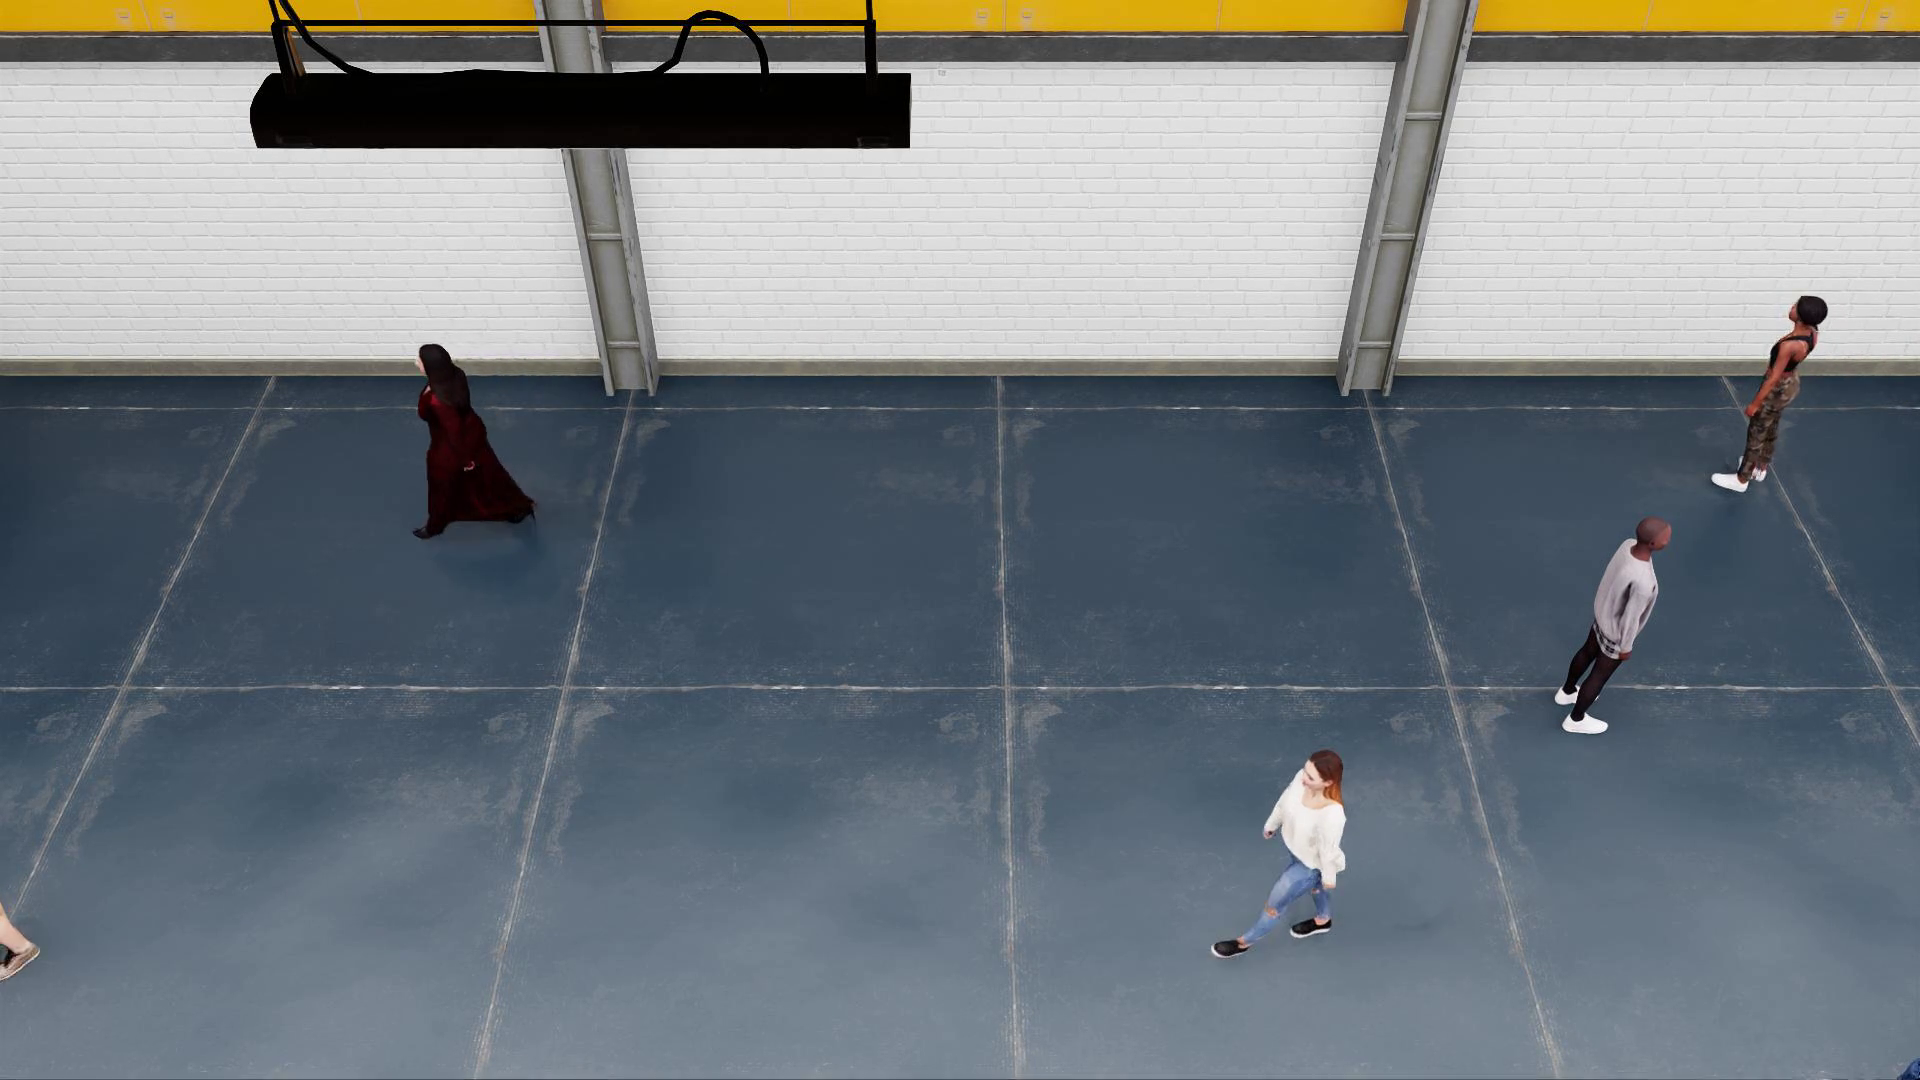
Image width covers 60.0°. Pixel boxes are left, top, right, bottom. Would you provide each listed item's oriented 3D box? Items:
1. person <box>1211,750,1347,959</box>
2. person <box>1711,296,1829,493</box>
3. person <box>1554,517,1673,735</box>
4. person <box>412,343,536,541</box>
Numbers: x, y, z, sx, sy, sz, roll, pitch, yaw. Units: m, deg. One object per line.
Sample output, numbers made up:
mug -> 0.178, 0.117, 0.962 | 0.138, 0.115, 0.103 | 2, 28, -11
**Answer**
person -> 2.016, 1.742, 9.305 | 1.052, 1.659, 0.762 | -7, 44, -7
person -> 5.989, -1.067, 12.227 | 0.748, 1.696, 0.675 | 33, 52, 29
person -> 4.119, 0.520, 10.507 | 0.510, 1.769, 0.609 | 2, 44, 2
person -> -3.460, -0.684, 11.821 | 1.120, 1.702, 0.673 | -1, 44, -1
